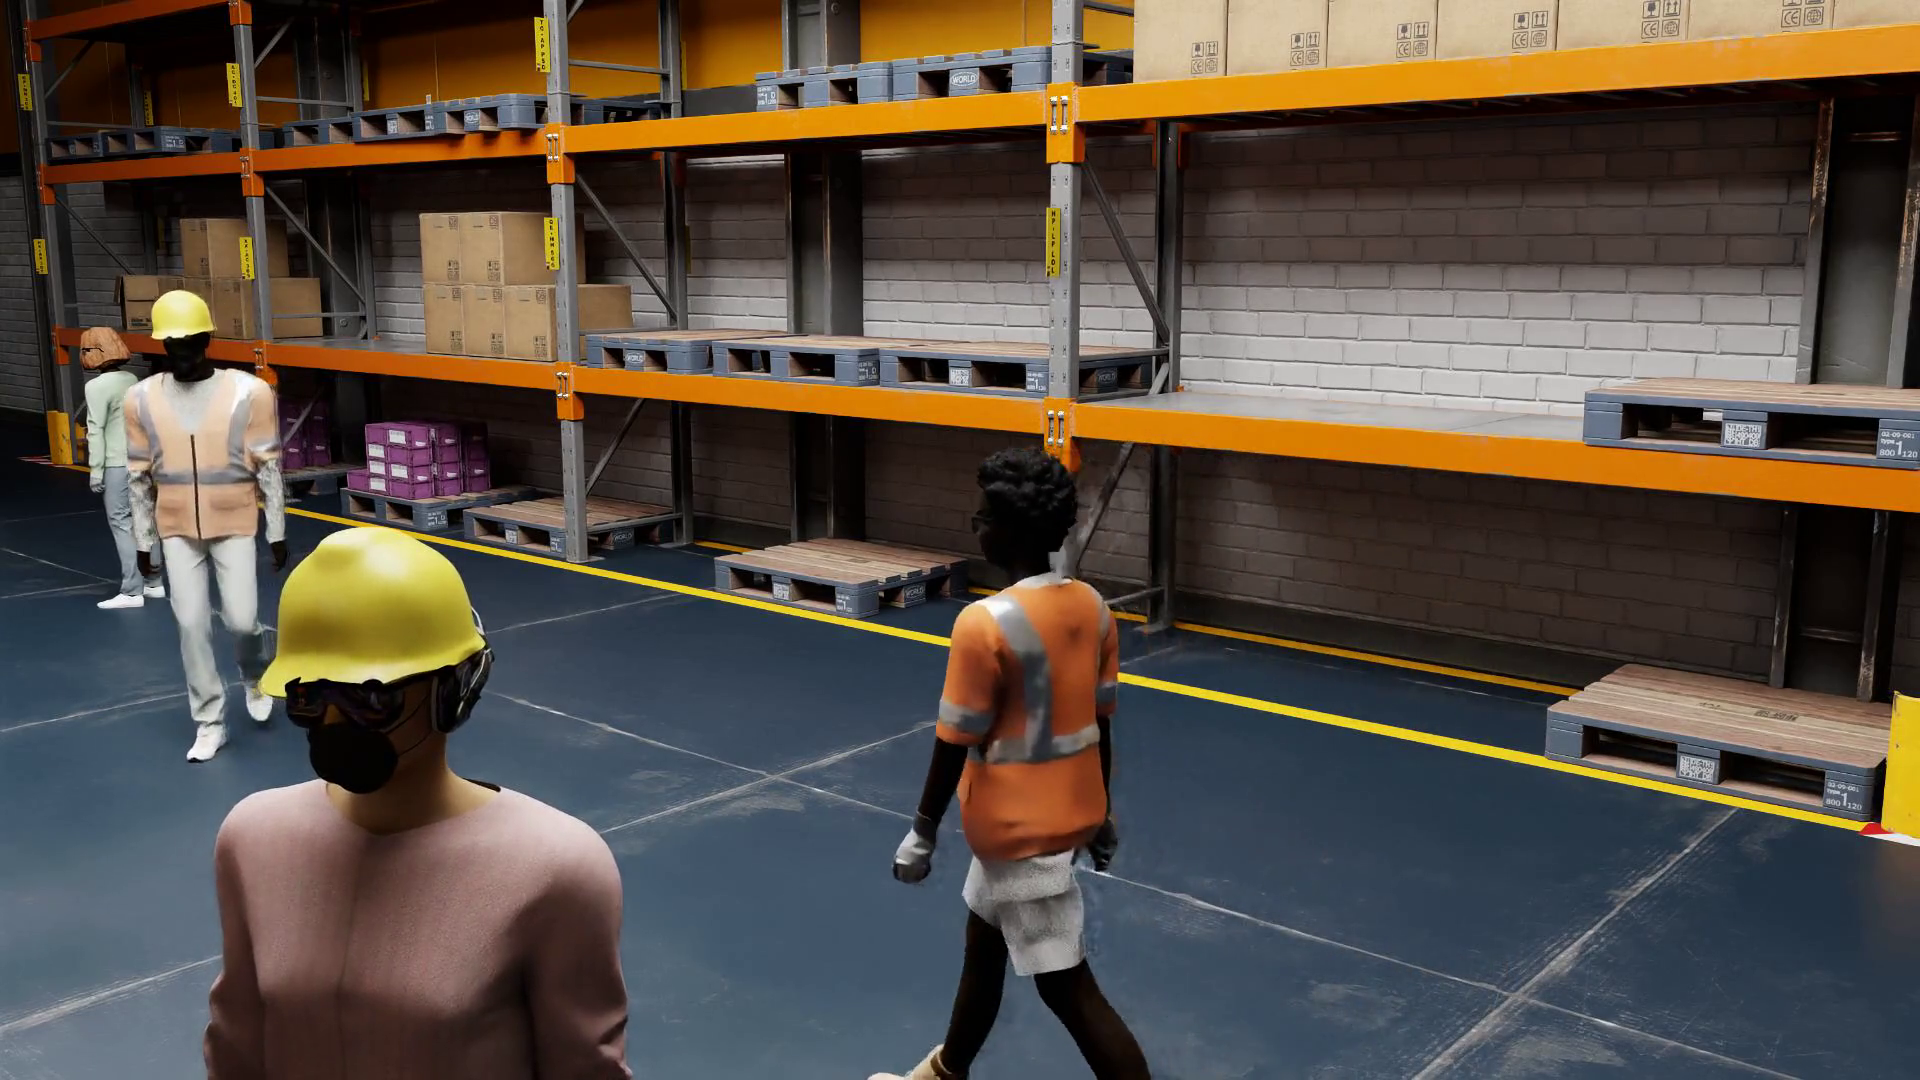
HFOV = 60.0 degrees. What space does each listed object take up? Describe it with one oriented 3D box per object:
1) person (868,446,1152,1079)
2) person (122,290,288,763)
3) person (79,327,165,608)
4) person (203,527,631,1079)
[{"bbox_3d":[0.169,0.621,3.662,0.891,1.652,0.530,5,11,28],"label":"person"},{"bbox_3d":[-3.087,-0.070,6.851,0.605,1.907,0.549,-2,10,-9],"label":"person"},{"bbox_3d":[-4.892,-0.420,9.666,0.288,1.626,0.497,0,10,1],"label":"person"},{"bbox_3d":[-0.651,0.855,1.994,0.522,1.769,0.317,2,10,9],"label":"person"}]
